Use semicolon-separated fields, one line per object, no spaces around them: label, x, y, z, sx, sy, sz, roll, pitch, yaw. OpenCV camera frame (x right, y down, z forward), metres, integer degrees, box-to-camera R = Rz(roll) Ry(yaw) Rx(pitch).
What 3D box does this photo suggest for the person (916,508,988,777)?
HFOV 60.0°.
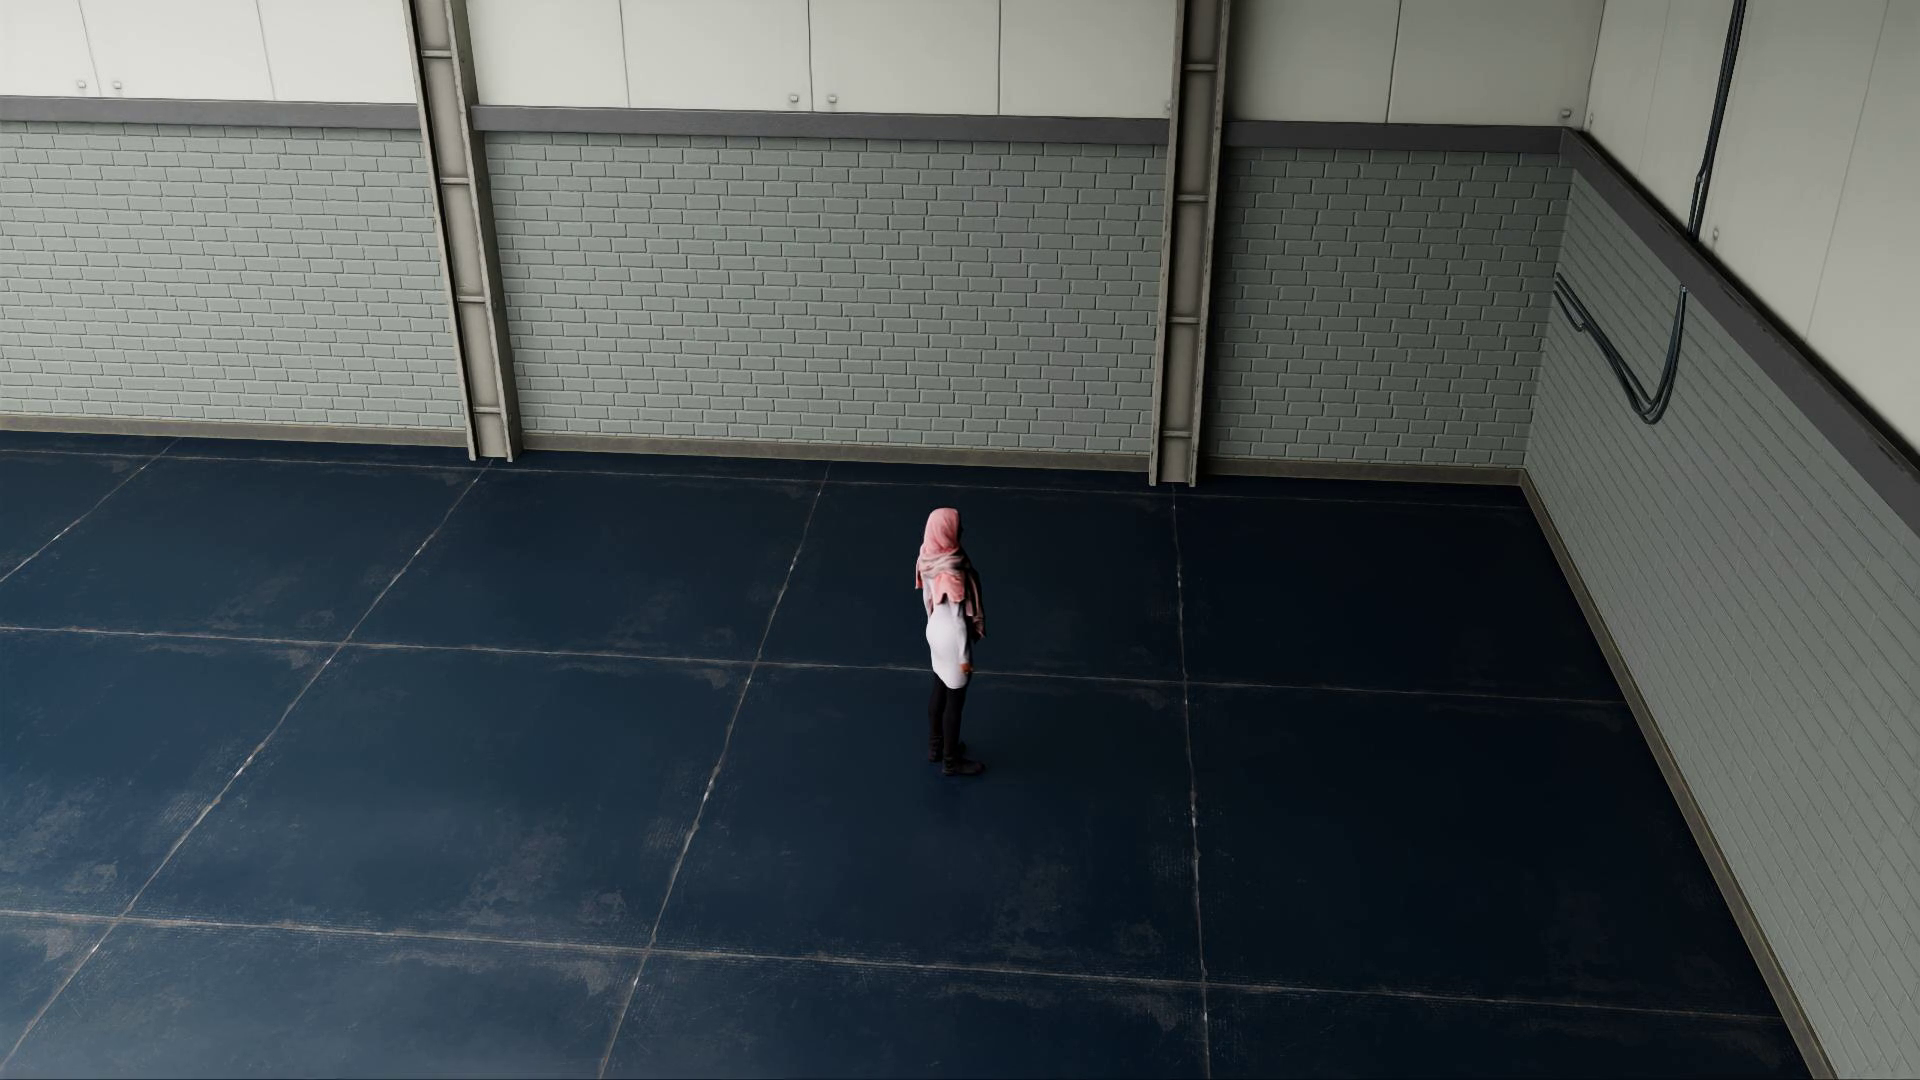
person;-0.069;0.622;10.180;0.760;1.804;0.736;-12;30;-22
